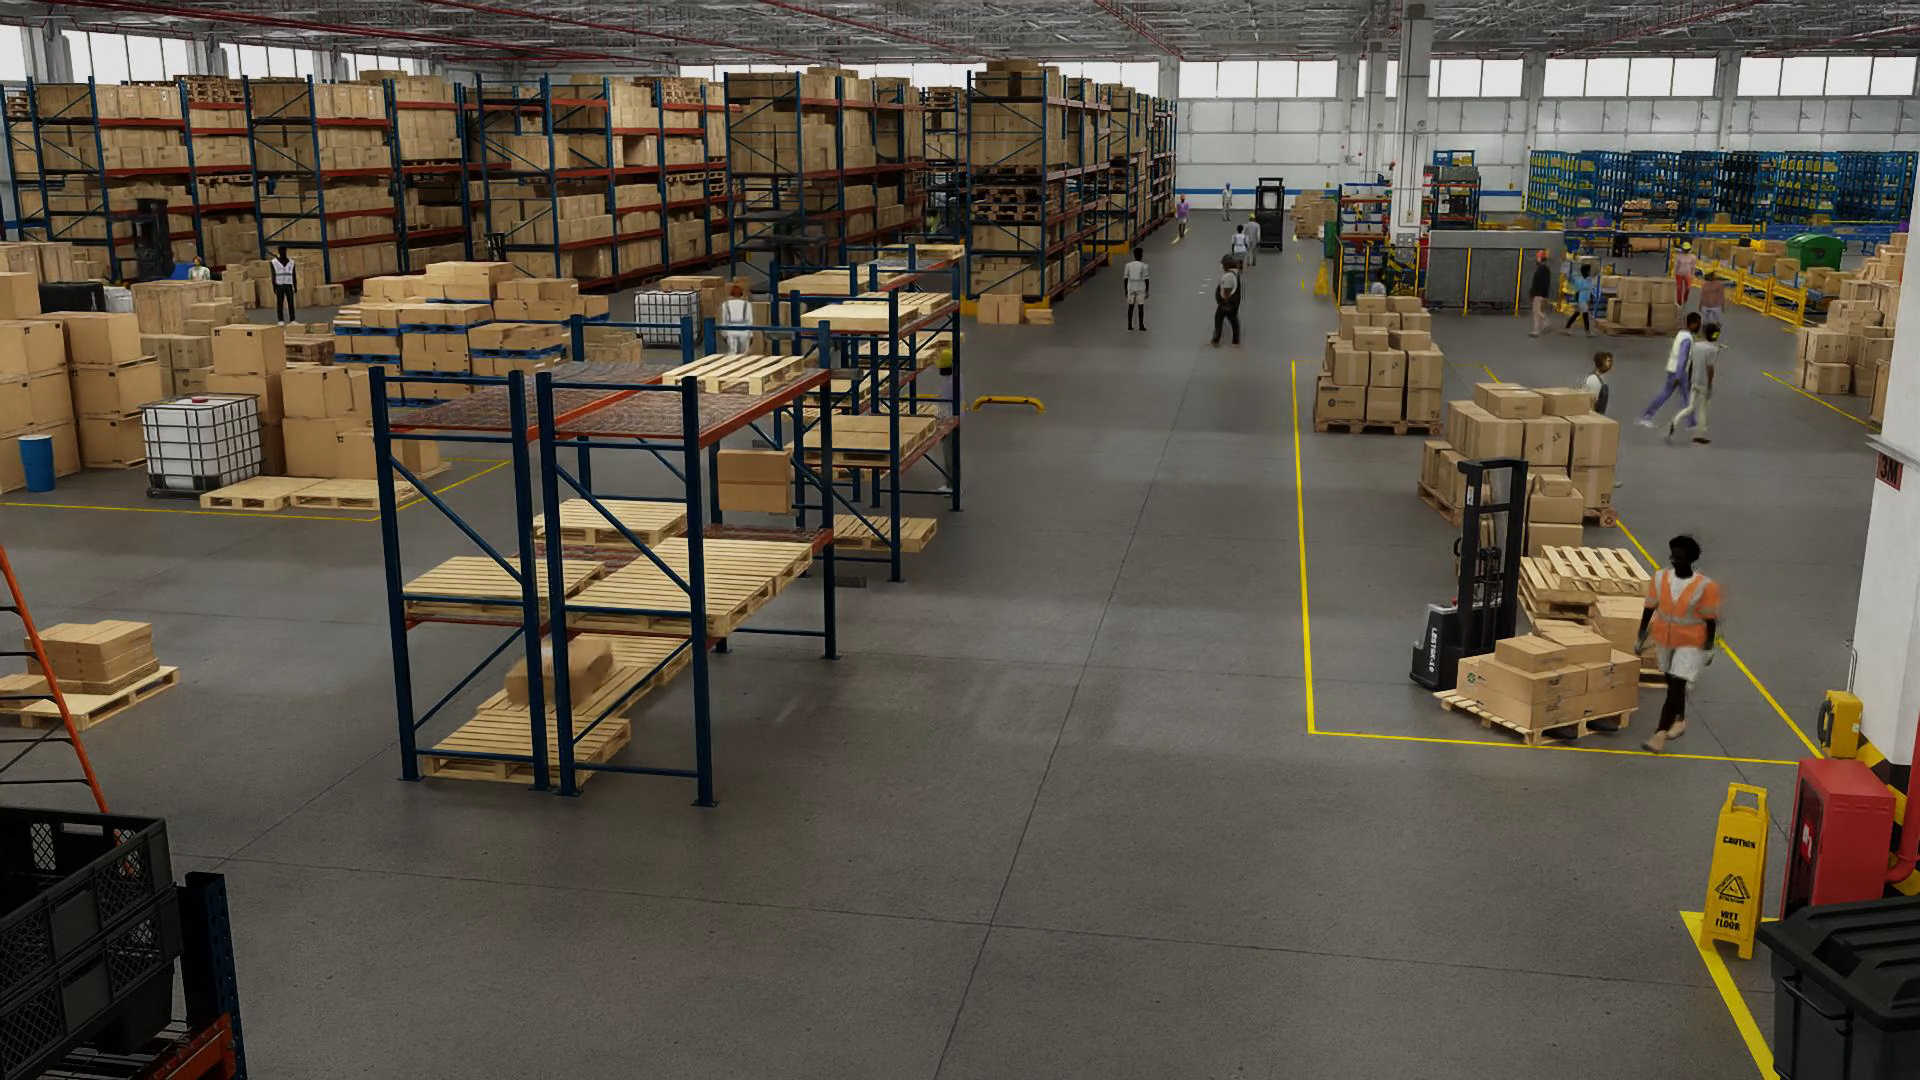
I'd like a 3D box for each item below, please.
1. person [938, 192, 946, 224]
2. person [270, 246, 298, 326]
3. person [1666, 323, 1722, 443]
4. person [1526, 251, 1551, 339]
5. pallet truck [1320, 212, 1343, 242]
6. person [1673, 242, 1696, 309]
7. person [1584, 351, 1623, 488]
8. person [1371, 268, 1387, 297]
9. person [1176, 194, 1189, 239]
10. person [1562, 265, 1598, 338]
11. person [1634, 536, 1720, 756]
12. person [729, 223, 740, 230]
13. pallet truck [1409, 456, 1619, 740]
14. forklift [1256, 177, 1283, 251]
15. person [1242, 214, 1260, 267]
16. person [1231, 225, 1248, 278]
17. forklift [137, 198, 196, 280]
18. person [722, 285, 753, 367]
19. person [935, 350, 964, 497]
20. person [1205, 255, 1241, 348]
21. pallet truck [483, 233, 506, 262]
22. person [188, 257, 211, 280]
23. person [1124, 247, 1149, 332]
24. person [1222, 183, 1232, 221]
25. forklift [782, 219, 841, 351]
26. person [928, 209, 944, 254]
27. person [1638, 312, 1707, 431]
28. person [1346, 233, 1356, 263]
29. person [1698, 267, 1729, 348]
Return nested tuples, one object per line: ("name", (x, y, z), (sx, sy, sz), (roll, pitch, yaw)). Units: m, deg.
("person", (-0.819, -16.784, 83.330), (0.568, 1.913, 0.604), (1, 14, 3))
("person", (-16.294, -6.137, 40.128), (0.591, 1.910, 0.388), (-11, 18, -38))
("person", (10.961, -2.322, 24.774), (0.698, 1.839, 0.579), (-5, 15, -18))
("person", (13.068, -5.528, 37.510), (0.448, 1.968, 0.636), (10, 17, 35))
("pallet truck", (15.874, -13.227, 70.310), (0.680, 1.201, 1.601), (10, 17, 35))
("person", (19.043, -6.946, 43.736), (0.542, 1.734, 0.728), (4, 14, 16))
("person", (8.297, -1.605, 21.945), (0.924, 1.812, 0.514), (11, 18, 37))
("person", (8.748, -4.687, 34.395), (0.839, 1.836, 0.509), (-2, 14, -7))
("person", (9.699, -14.134, 72.602), (0.551, 1.913, 0.811), (1, 14, 6))
("person", (14.116, -5.431, 37.780), (0.874, 1.655, 0.535), (12, 18, 39))
("person", (5.364, 0.784, 12.541), (0.868, 1.647, 0.549), (-10, 17, -36))
("person", (-8.865, -12.099, 64.412), (0.880, 1.872, 0.652), (3, 14, 11))
("pallet truck", (4.504, 0.400, 13.395), (0.823, 1.965, 1.885), (-6, 15, -23))
("forklift", (12.083, -12.747, 64.956), (1.129, 2.768, 1.873), (3, 14, 10))
("person", (10.060, -10.381, 57.594), (0.615, 1.793, 0.875), (1, 14, 4))
("person", (8.917, -9.227, 53.179), (0.539, 1.653, 0.859), (1, 14, 3))
("forklift", (-21.632, -7.806, 44.896), (1.129, 2.768, 1.873), (9, 17, 33))
("person", (-4.141, -3.821, 30.890), (0.580, 1.838, 0.989), (0, 14, -2))
("person", (-0.116, -1.502, 21.349), (0.379, 1.893, 0.640), (0, 14, 2))
("person", (5.711, -5.177, 35.952), (0.866, 2.000, 0.698), (8, 16, 30))
("pallet truck", (-11.832, -7.026, 43.548), (1.885, 1.965, 0.823), (8, 16, 28))
("person", (-18.388, -6.037, 40.266), (0.514, 1.641, 0.308), (-2, 14, -8))
("person", (4.122, -5.838, 38.789), (0.610, 1.962, 0.365), (6, 15, 24))
("person", (13.867, -17.546, 86.355), (0.605, 1.951, 0.381), (-7, 16, -27))
("forklift", (-3.172, -5.271, 34.603), (1.129, 2.768, 1.873), (3, 14, 10))
("person", (-0.913, -11.747, 63.365), (0.787, 1.662, 0.549), (3, 14, 13))
("person", (11.201, -2.635, 26.007), (0.984, 1.873, 0.584), (3, 14, 12))
("person", (13.450, -10.275, 57.568), (0.846, 1.594, 0.526), (4, 14, 16))
("person", (16.351, -5.022, 35.996), (0.320, 1.715, 0.742), (-10, 17, -36))
